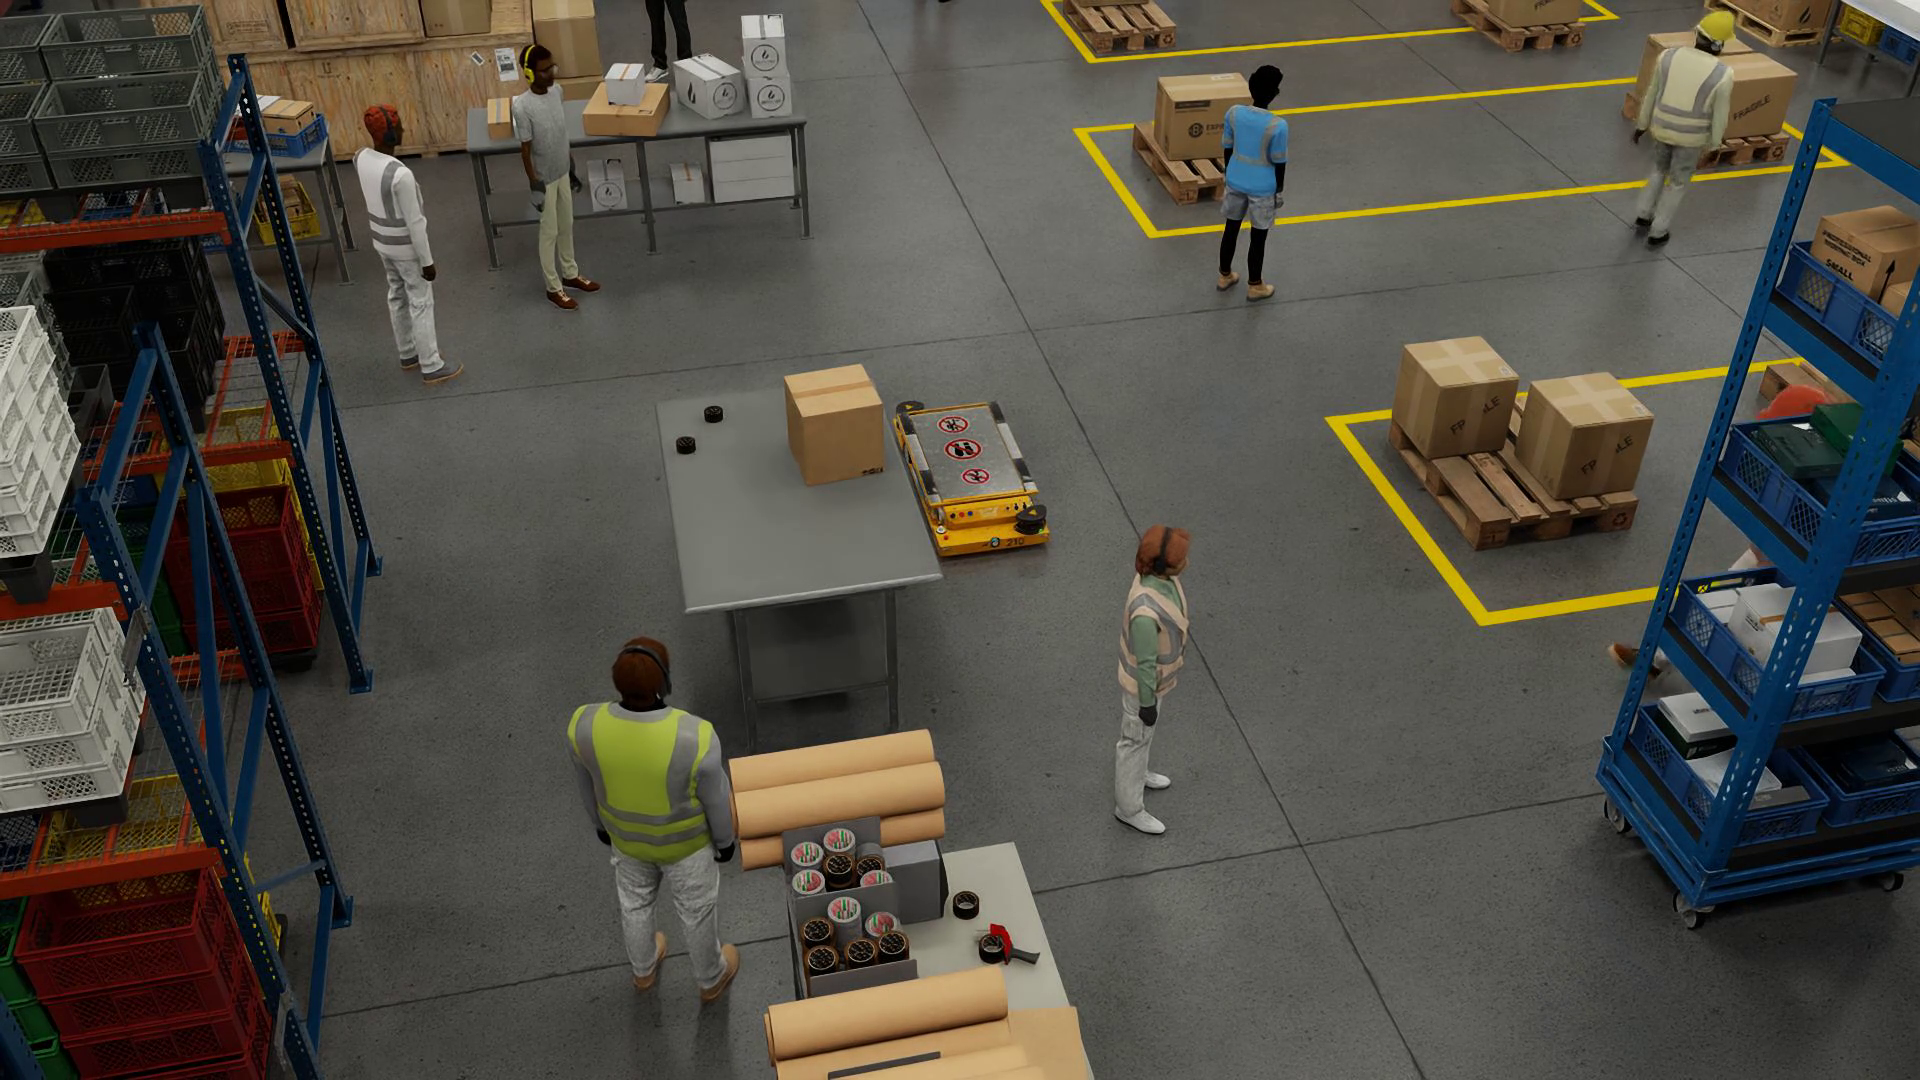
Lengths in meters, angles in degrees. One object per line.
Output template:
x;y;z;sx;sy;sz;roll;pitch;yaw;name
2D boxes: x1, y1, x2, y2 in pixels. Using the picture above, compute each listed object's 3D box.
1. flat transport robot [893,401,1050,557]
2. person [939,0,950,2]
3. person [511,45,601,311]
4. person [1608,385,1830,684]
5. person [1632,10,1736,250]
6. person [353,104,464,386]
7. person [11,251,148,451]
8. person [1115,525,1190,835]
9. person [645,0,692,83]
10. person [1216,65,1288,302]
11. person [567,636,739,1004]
0.046;-0.430;10.108;0.652;0.197;1.431;-8;37;-10;flat transport robot
-0.281;-6.445;16.831;0.643;1.910;0.400;17;40;22;person
-2.831;-2.528;11.607;0.329;1.862;0.508;14;39;18;person
3.894;0.107;8.022;1.088;1.909;0.631;9;37;11;person
5.399;-3.062;12.368;0.558;1.801;0.635;-28;45;-32;person
-3.600;-1.897;10.747;0.578;1.878;0.343;29;46;33;person
-5.069;-0.854;9.339;0.973;1.890;0.636;-8;37;-10;person
0.862;0.617;7.564;0.307;1.638;0.512;7;37;9;person
-2.679;-5.082;14.988;0.593;1.922;0.392;11;38;14;person
2.063;-2.503;11.711;0.529;1.692;0.319;29;46;33;person
-1.195;1.149;6.691;0.629;1.836;0.430;7;37;9;person
